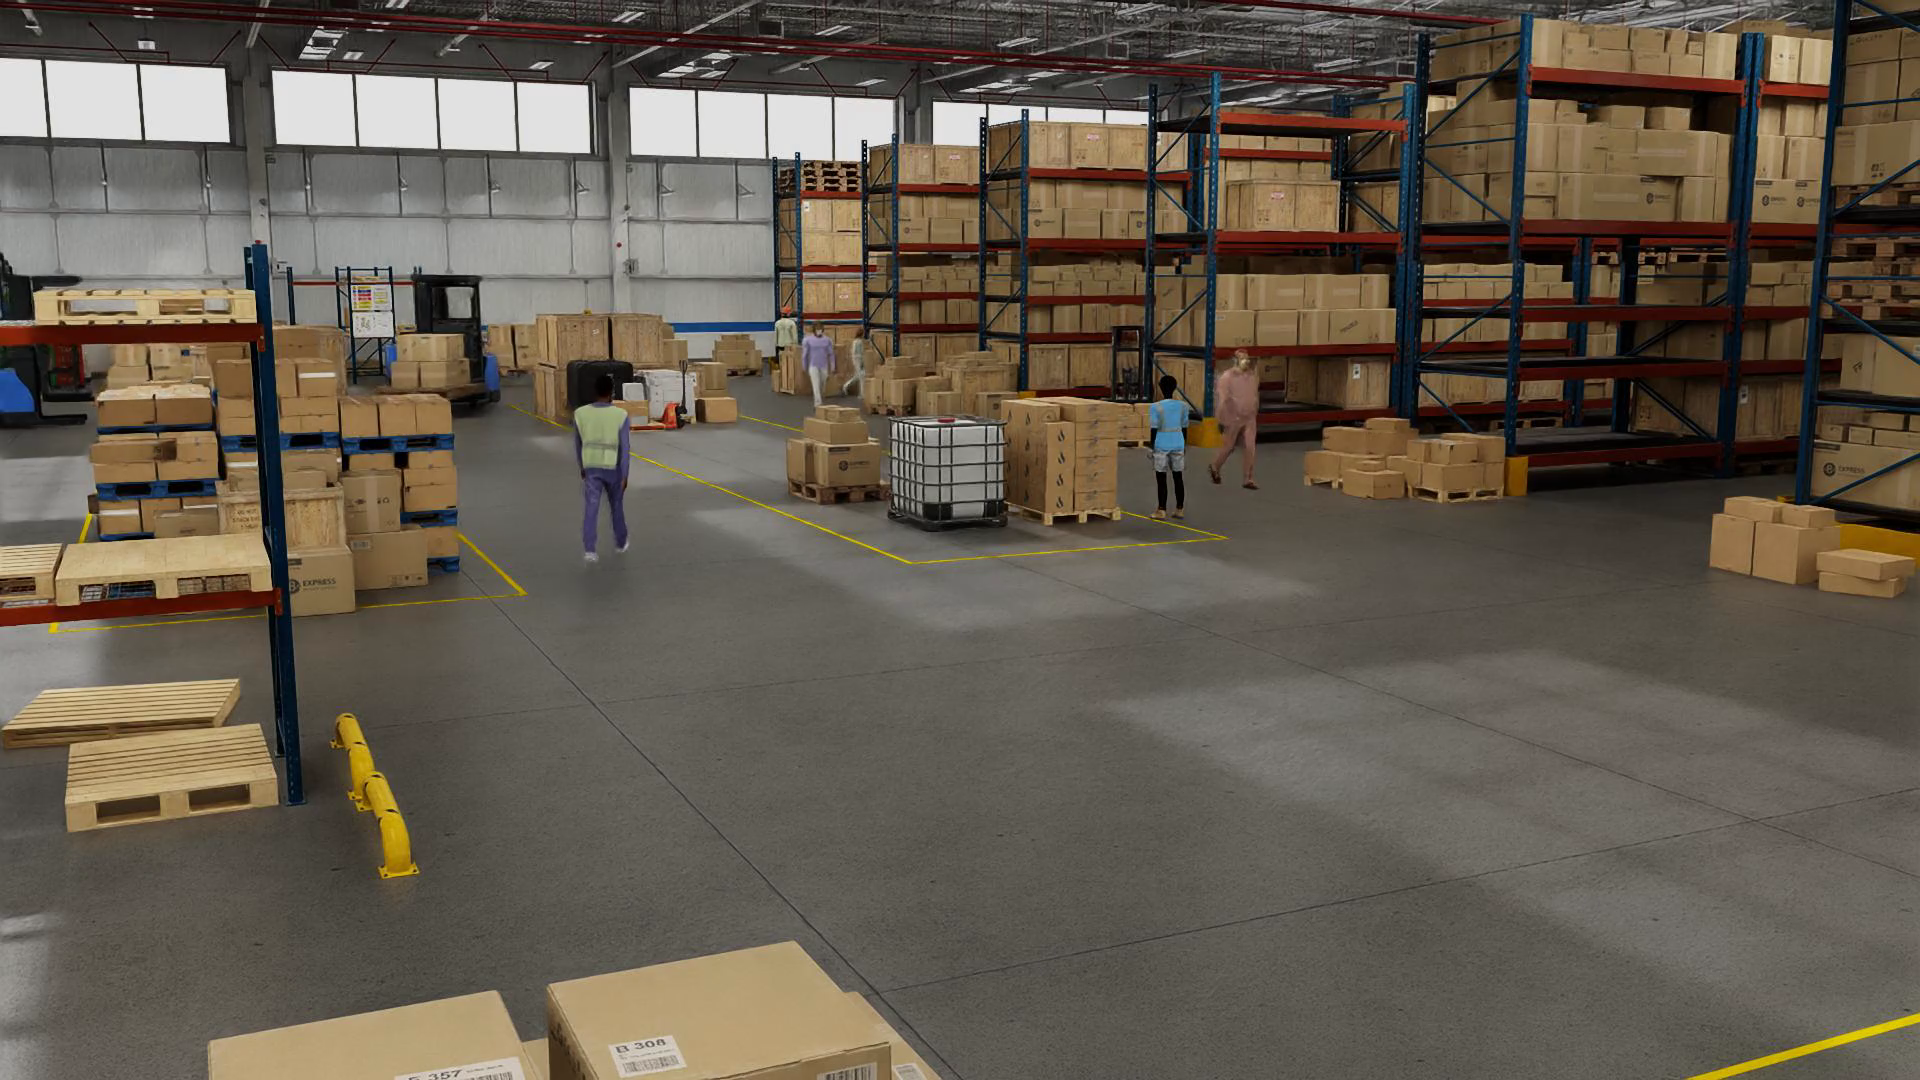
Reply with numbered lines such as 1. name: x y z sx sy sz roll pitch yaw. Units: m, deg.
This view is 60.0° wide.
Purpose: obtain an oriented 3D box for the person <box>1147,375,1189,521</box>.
1. person: 2.421 -1.072 19.385 0.540 1.698 0.318 -4 10 -26

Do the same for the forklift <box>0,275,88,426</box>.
1. forklift: -17.437 -3.527 30.970 1.873 2.768 1.129 -4 10 -25

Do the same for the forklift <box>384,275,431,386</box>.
1. forklift: -13.371 -5.218 41.460 1.873 2.768 1.129 -4 10 -25

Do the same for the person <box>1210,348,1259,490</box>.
1. person: 3.706 -1.633 22.322 0.650 1.882 0.820 -4 10 -25

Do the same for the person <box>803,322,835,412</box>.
1. person: -2.884 -3.500 33.865 0.644 1.900 0.999 -3 10 -20

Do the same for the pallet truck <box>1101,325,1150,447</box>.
1. pallet truck: 2.881 -2.596 27.923 0.823 1.965 1.885 -1 9 -7

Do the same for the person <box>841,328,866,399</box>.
1. person: -2.370 -4.019 37.923 0.562 1.619 0.517 -3 10 -17

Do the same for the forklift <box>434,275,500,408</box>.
1. forklift: -10.686 -4.277 35.623 1.129 2.768 1.873 0 9 2

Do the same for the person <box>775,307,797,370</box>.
1. person: -4.519 -5.069 43.270 0.611 1.996 0.378 3 10 19

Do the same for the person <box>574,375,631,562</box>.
1. person: -3.602 -0.731 16.785 0.595 1.873 1.036 0 9 1
